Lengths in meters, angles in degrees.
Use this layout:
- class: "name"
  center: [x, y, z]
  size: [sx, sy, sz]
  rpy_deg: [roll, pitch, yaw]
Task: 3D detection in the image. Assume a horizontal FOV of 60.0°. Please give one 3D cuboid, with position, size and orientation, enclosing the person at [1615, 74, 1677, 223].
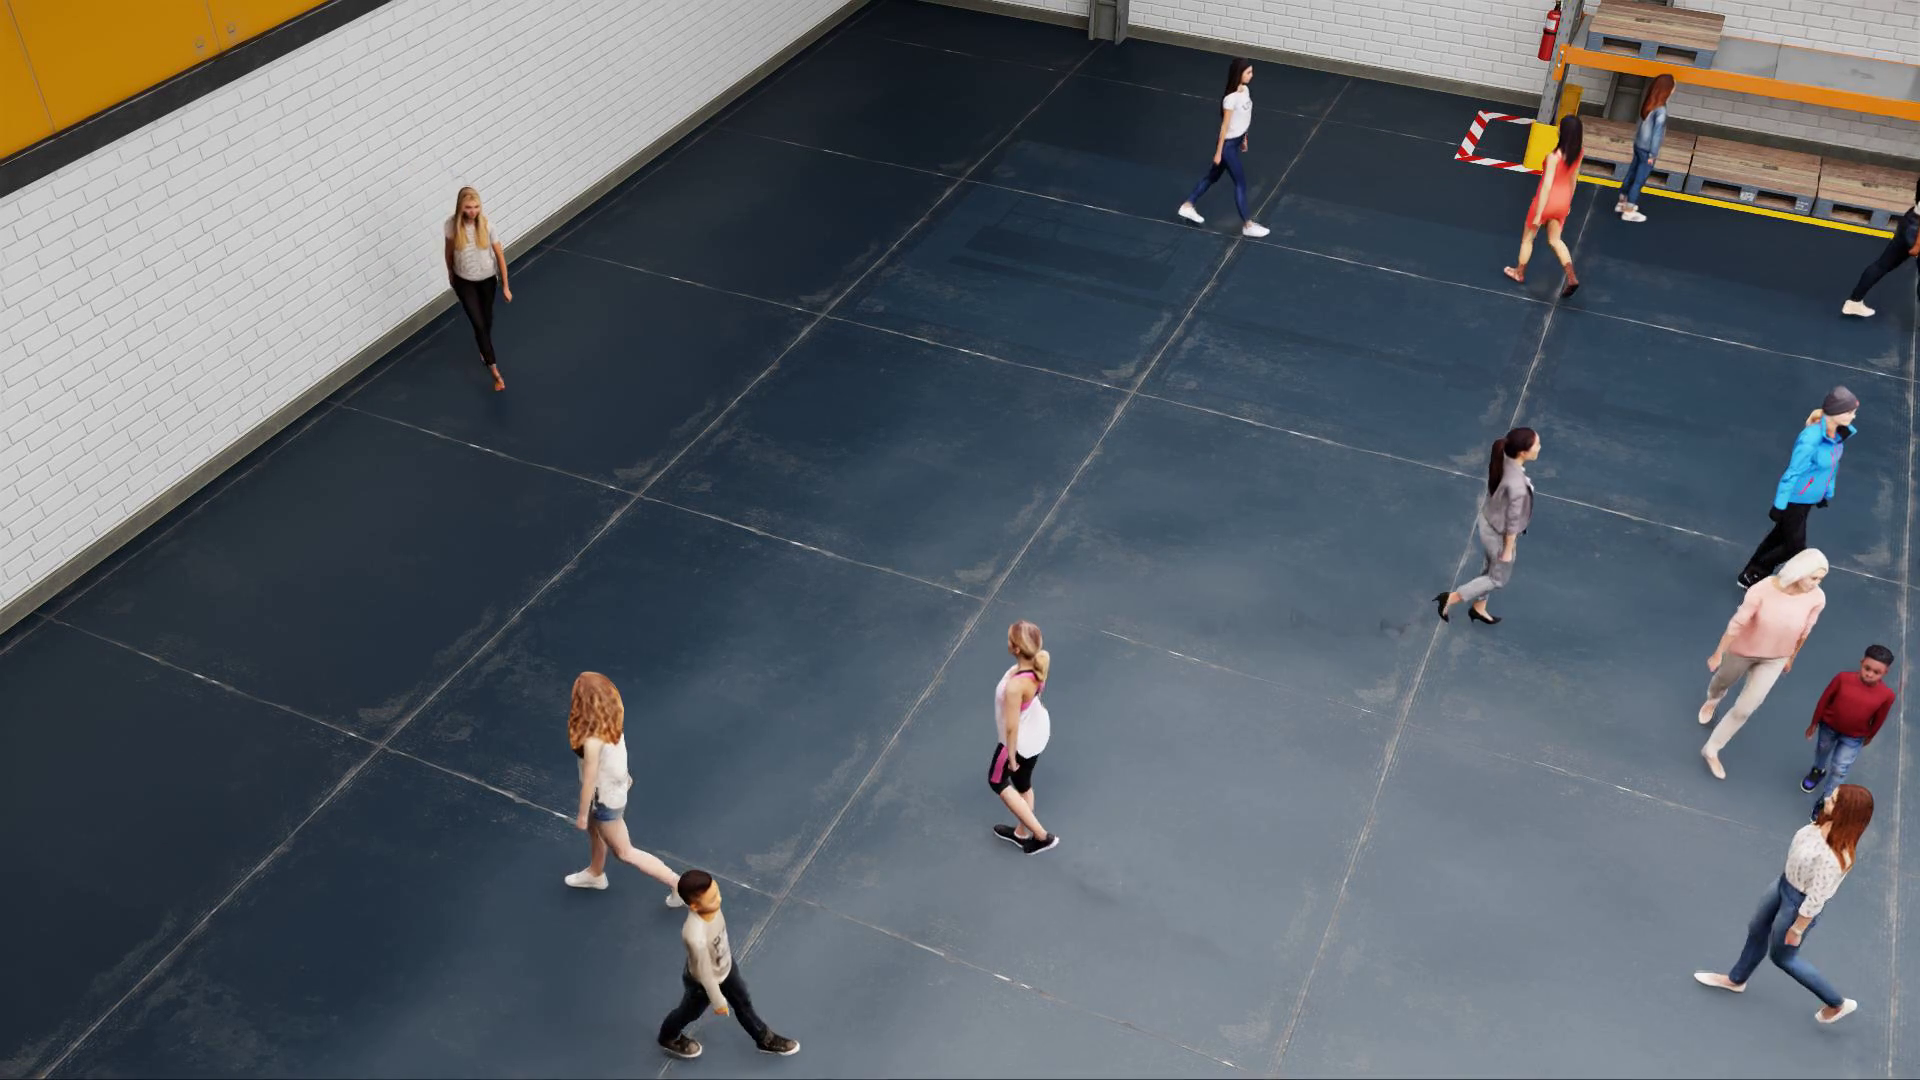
- class: "person"
  center: [6.658, -3.818, 16.154]
  size: [0.636, 1.475, 0.643]
  rpy_deg: [-1, 39, -1]

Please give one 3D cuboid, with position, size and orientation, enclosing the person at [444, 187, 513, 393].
- class: "person"
  center: [-4.061, -2.181, 13.875]
  size: [1.078, 1.761, 1.154]
  rpy_deg: [-9, 39, -11]

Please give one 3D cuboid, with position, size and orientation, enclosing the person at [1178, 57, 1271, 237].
- class: "person"
  center: [2.471, -3.743, 15.859]
  size: [1.162, 1.726, 0.641]
  rpy_deg: [15, 41, 18]

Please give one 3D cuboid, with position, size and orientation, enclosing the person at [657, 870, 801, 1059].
- class: "person"
  center: [-1.370, 2.231, 8.613]
  size: [1.062, 1.433, 0.754]
  rpy_deg: [6, 39, 7]

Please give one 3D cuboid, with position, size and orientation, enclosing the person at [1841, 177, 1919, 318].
- class: "person"
  center: [8.239, -2.656, 14.469]
  size: [1.203, 1.762, 0.844]
  rpy_deg: [7, 39, 8]

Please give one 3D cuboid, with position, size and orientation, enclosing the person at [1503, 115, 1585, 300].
- class: "person"
  center: [5.357, -2.952, 14.890]
  size: [0.983, 1.699, 1.124]
  rpy_deg: [-19, 42, -22]

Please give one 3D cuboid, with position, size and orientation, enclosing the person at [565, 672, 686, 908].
- class: "person"
  center: [-1.901, 1.465, 9.333]
  size: [1.150, 1.732, 0.859]
  rpy_deg: [2, 39, 3]

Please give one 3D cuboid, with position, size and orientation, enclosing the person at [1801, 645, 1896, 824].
- class: "person"
  center: [5.438, 1.096, 10.191]
  size: [0.755, 1.238, 0.698]
  rpy_deg: [30, 48, 32]

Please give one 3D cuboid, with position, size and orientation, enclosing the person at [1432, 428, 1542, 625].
- class: "person"
  center: [3.561, -0.040, 11.272]
  size: [0.894, 1.664, 0.799]
  rpy_deg: [0, 39, -1]

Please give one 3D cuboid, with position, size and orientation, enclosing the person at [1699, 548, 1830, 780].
- class: "person"
  center: [4.980, 0.649, 10.388]
  size: [0.975, 1.690, 0.883]
  rpy_deg: [17, 42, 20]

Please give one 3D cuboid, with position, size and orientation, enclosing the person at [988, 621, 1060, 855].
- class: "person"
  center: [0.435, 1.192, 9.640]
  size: [0.760, 1.774, 0.687]
  rpy_deg: [24, 44, 27]

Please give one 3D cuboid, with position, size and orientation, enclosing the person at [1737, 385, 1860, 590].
- class: "person"
  center: [5.732, -0.333, 11.538]
  size: [0.757, 1.790, 0.796]
  rpy_deg: [-22, 44, -26]

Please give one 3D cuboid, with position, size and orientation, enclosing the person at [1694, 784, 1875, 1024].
- class: "person"
  center: [4.510, 1.933, 8.763]
  size: [0.984, 1.711, 0.571]
  rpy_deg: [16, 41, 19]
